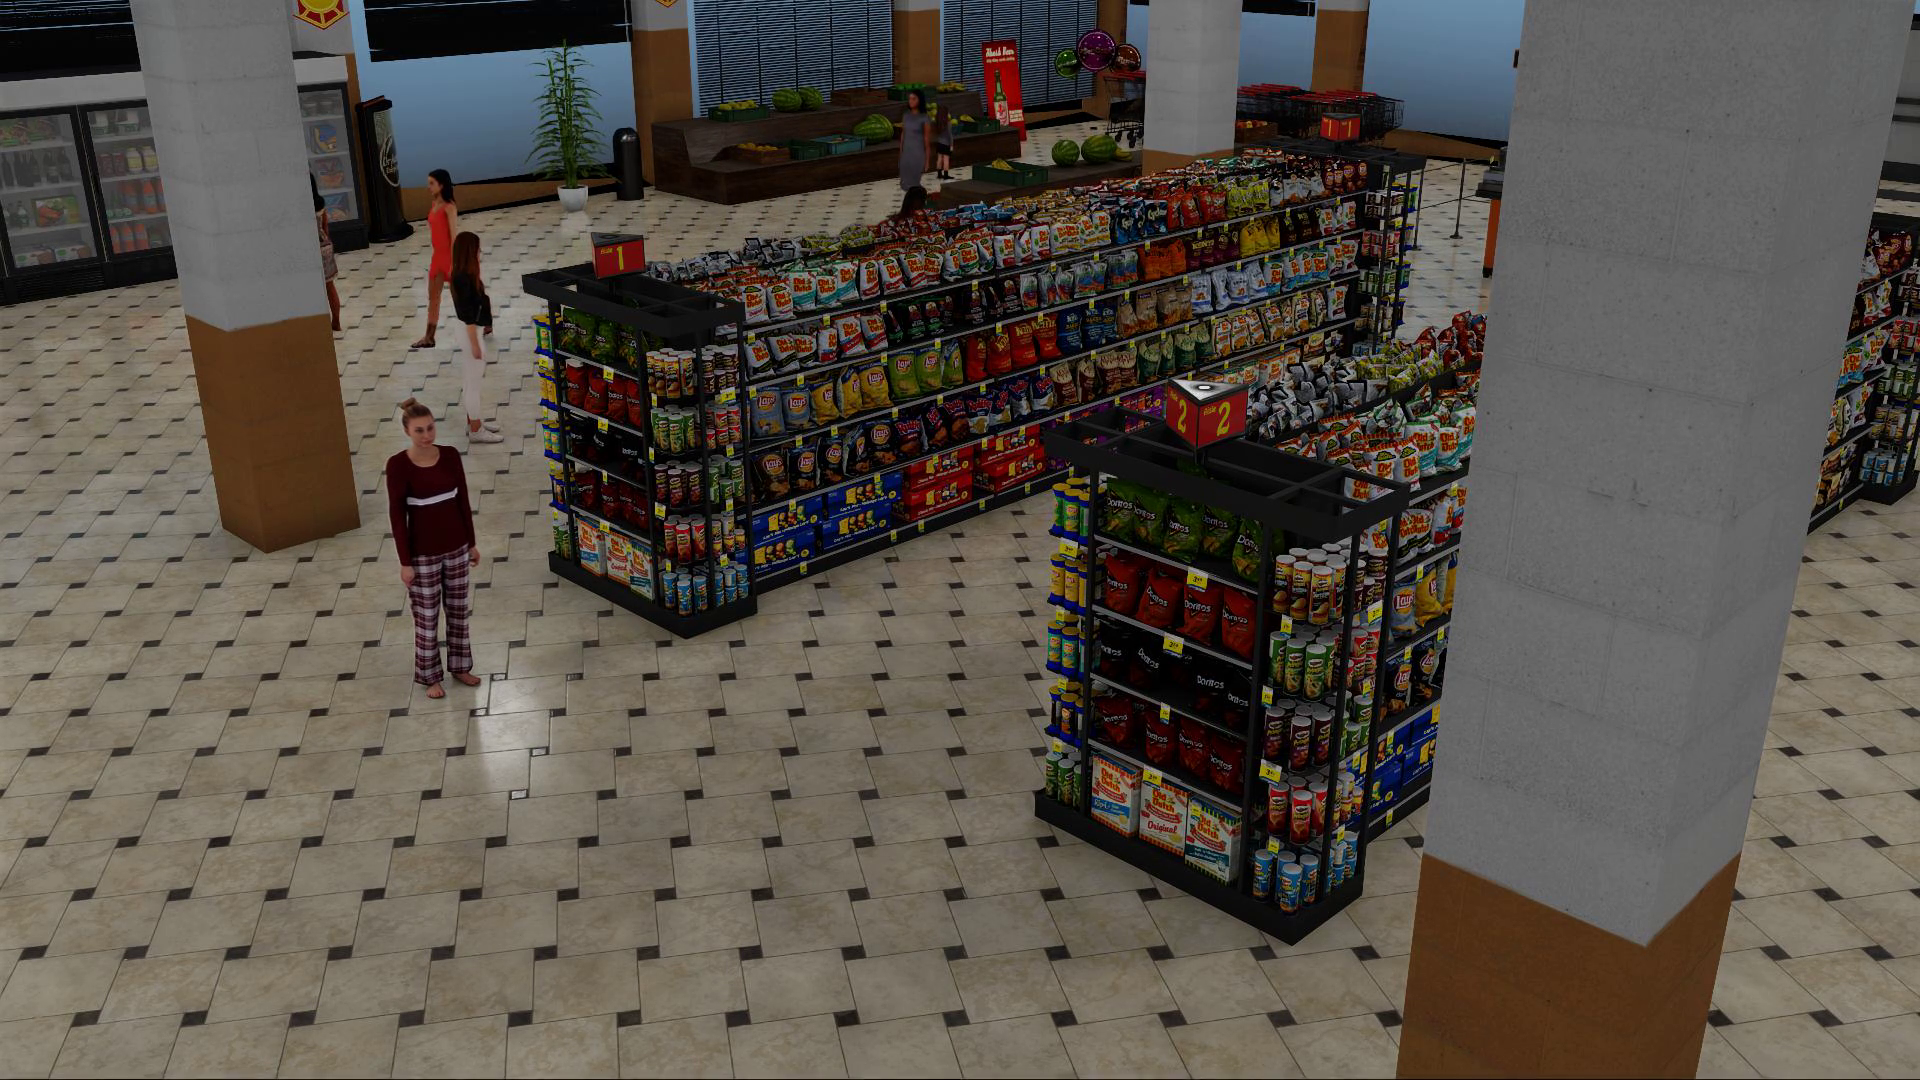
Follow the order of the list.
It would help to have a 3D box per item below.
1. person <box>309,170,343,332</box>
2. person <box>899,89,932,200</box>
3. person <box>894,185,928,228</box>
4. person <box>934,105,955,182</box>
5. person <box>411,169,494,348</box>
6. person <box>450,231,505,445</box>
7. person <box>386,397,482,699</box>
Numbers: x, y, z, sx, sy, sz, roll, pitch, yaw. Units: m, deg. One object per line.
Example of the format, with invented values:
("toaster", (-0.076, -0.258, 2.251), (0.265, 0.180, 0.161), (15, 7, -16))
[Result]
("person", (-6.400, -2.846, 16.513), (0.781, 1.618, 0.626), (8, 23, 19))
("person", (-0.540, -4.881, 21.377), (0.671, 1.768, 0.893), (15, 26, 33))
("person", (-0.470, -2.501, 15.651), (0.767, 1.621, 0.997), (12, 25, 27))
("person", (-0.243, -5.970, 24.974), (0.434, 1.106, 0.469), (-20, 29, -41))
("person", (-4.860, -2.697, 16.073), (0.647, 1.670, 1.119), (19, 28, 39))
("person", (-3.939, -1.637, 13.400), (0.669, 1.697, 0.671), (-7, 23, -17))
("person", (-2.902, 0.043, 9.213), (0.425, 1.699, 0.680), (-20, 29, -40))
